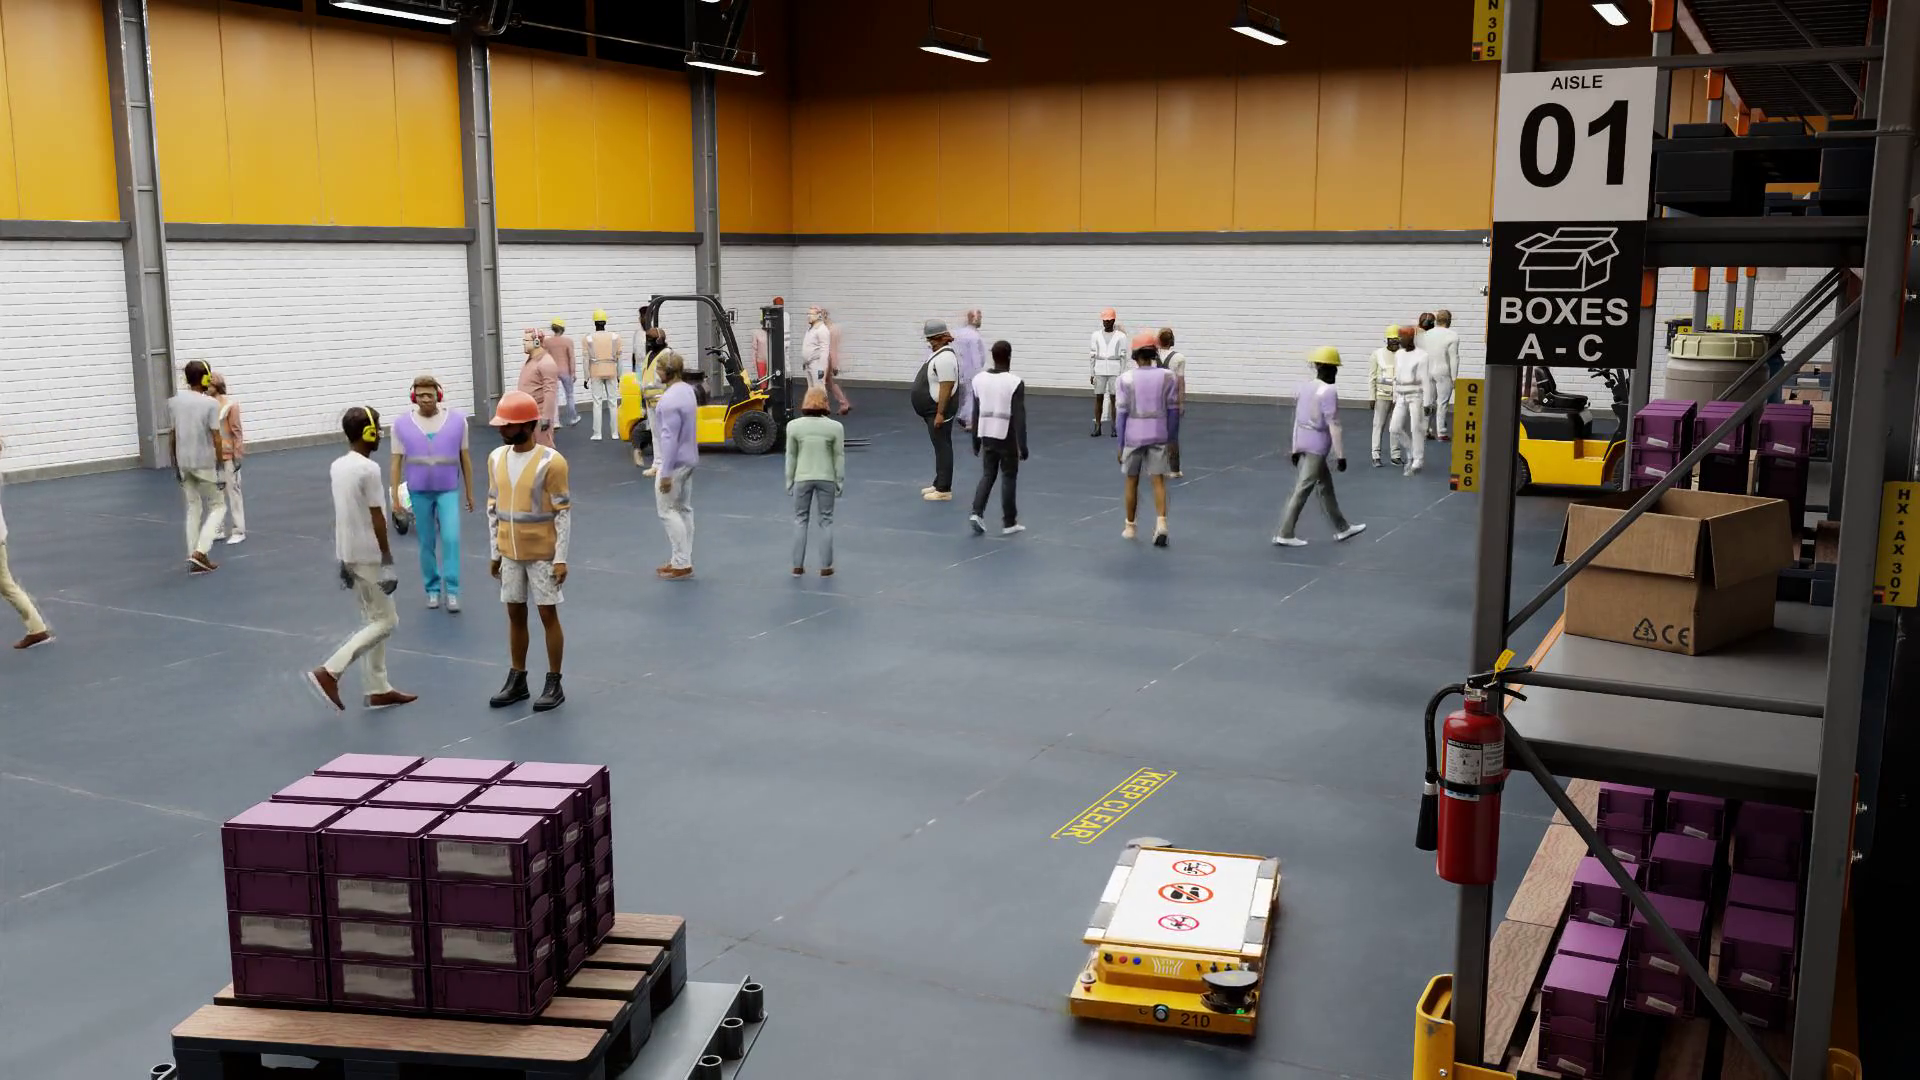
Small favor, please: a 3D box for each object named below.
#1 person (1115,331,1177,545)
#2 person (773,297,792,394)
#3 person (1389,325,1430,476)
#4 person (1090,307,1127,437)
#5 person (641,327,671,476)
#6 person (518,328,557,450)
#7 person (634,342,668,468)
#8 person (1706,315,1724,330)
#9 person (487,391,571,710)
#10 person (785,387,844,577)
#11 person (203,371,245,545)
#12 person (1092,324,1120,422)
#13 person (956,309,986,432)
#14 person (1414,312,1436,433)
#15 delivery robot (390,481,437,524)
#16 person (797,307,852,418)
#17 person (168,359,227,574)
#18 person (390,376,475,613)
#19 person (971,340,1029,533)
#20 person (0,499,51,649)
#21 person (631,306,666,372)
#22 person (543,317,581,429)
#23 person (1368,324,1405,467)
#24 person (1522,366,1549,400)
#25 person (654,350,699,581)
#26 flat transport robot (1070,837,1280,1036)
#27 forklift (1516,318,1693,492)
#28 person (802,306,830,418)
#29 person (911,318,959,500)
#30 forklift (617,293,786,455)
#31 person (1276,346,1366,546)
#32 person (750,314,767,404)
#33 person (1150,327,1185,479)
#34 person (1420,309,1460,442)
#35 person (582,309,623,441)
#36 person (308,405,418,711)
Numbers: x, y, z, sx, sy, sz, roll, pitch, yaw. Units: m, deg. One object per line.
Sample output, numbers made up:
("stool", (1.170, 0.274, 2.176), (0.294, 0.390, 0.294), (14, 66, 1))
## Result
("person", (1.759, -0.954, 15.695), (0.605, 2.021, 0.932), (-1, 10, -4))
("person", (-3.505, -3.804, 32.544), (0.355, 1.887, 0.574), (4, 11, 22))
("person", (5.578, -1.712, 20.524), (0.409, 1.865, 0.694), (-6, 11, -30))
("person", (2.208, -2.503, 24.865), (0.544, 1.939, 0.354), (2, 10, 12))
("person", (-3.683, -1.675, 20.351), (0.428, 1.842, 0.631), (-8, 13, -38))
("person", (-4.755, -1.420, 18.678), (0.406, 1.910, 0.639), (-6, 12, -33))
("person", (-3.802, -1.658, 20.722), (0.480, 1.680, 0.537), (8, 13, 39))
("person", (11.662, -2.607, 25.909), (0.927, 1.792, 0.597), (1, 10, 5))
("person", (-2.603, 0.067, 9.997), (0.546, 1.934, 0.376), (4, 10, 21))
("person", (-1.235, -0.489, 14.152), (0.508, 1.611, 0.346), (0, 10, -1))
("person", (-6.999, -0.772, 15.711), (0.523, 1.636, 0.310), (3, 10, 18))
("person", (2.573, -2.725, 27.102), (0.746, 1.610, 0.515), (1, 10, 6))
("person", (0.214, -2.579, 25.423), (0.428, 1.892, 0.677), (-2, 10, -13))
("person", (7.117, -2.564, 25.512), (0.429, 1.841, 0.634), (2, 10, 12))
("delivery robot", (-5.406, -0.416, 16.509), (0.477, 0.478, 0.707), (-6, 12, -33))
("person", (-2.240, -2.965, 27.797), (1.003, 1.862, 0.645), (-5, 11, -26))
("person", (-6.509, -0.618, 14.216), (0.575, 1.846, 0.400), (2, 10, 10))
("person", (-4.009, -0.333, 12.648), (0.611, 1.811, 0.812), (-3, 10, -17))
("person", (0.382, -0.992, 16.208), (0.601, 1.913, 0.551), (7, 12, 36))
("person", (-6.667, 0.000, 11.341), (0.733, 1.603, 0.500), (-4, 10, -21))
("person", (-4.657, -2.514, 24.914), (0.641, 1.967, 0.509), (5, 11, 27))
("person", (-6.266, -2.629, 26.168), (0.550, 1.721, 0.883), (1, 10, 4))
("person", (5.546, -1.852, 21.400), (0.590, 1.833, 0.404), (-1, 10, -9))
("person", (7.390, -1.916, 21.818), (0.640, 1.832, 0.431), (1, 10, 4))
("person", (-2.407, -0.626, 13.998), (0.400, 1.938, 0.639), (1, 10, 8))
("flat transport robot", (0.879, 1.501, 6.501), (0.652, 0.197, 1.431), (2, 10, 14))
("forklift", (7.066, -1.601, 18.899), (2.313, 2.155, 1.214), (5, 11, 27))
("person", (-2.304, -2.745, 26.337), (0.410, 1.912, 0.651), (-5, 11, -26))
("person", (-0.277, -1.467, 18.570), (0.536, 2.000, 0.677), (-1, 10, -3))
("forklift", (-3.588, -2.317, 23.042), (2.313, 2.155, 1.214), (-1, 10, -5))
("person", (3.413, -0.874, 15.622), (1.003, 1.867, 0.621), (-2, 10, -13))
("person", (-3.334, -3.051, 28.582), (0.535, 1.753, 0.534), (0, 10, -2))
("person", (2.494, -1.665, 20.281), (0.506, 1.847, 0.350), (3, 10, 18))
("person", (6.976, -2.386, 24.221), (0.378, 1.931, 0.643), (-8, 12, -38))
("person", (-5.240, -2.416, 24.382), (0.587, 1.930, 0.361), (-4, 11, -24))
("person", (-3.595, 0.130, 9.895), (0.584, 1.846, 0.556), (-9, 13, -42))
